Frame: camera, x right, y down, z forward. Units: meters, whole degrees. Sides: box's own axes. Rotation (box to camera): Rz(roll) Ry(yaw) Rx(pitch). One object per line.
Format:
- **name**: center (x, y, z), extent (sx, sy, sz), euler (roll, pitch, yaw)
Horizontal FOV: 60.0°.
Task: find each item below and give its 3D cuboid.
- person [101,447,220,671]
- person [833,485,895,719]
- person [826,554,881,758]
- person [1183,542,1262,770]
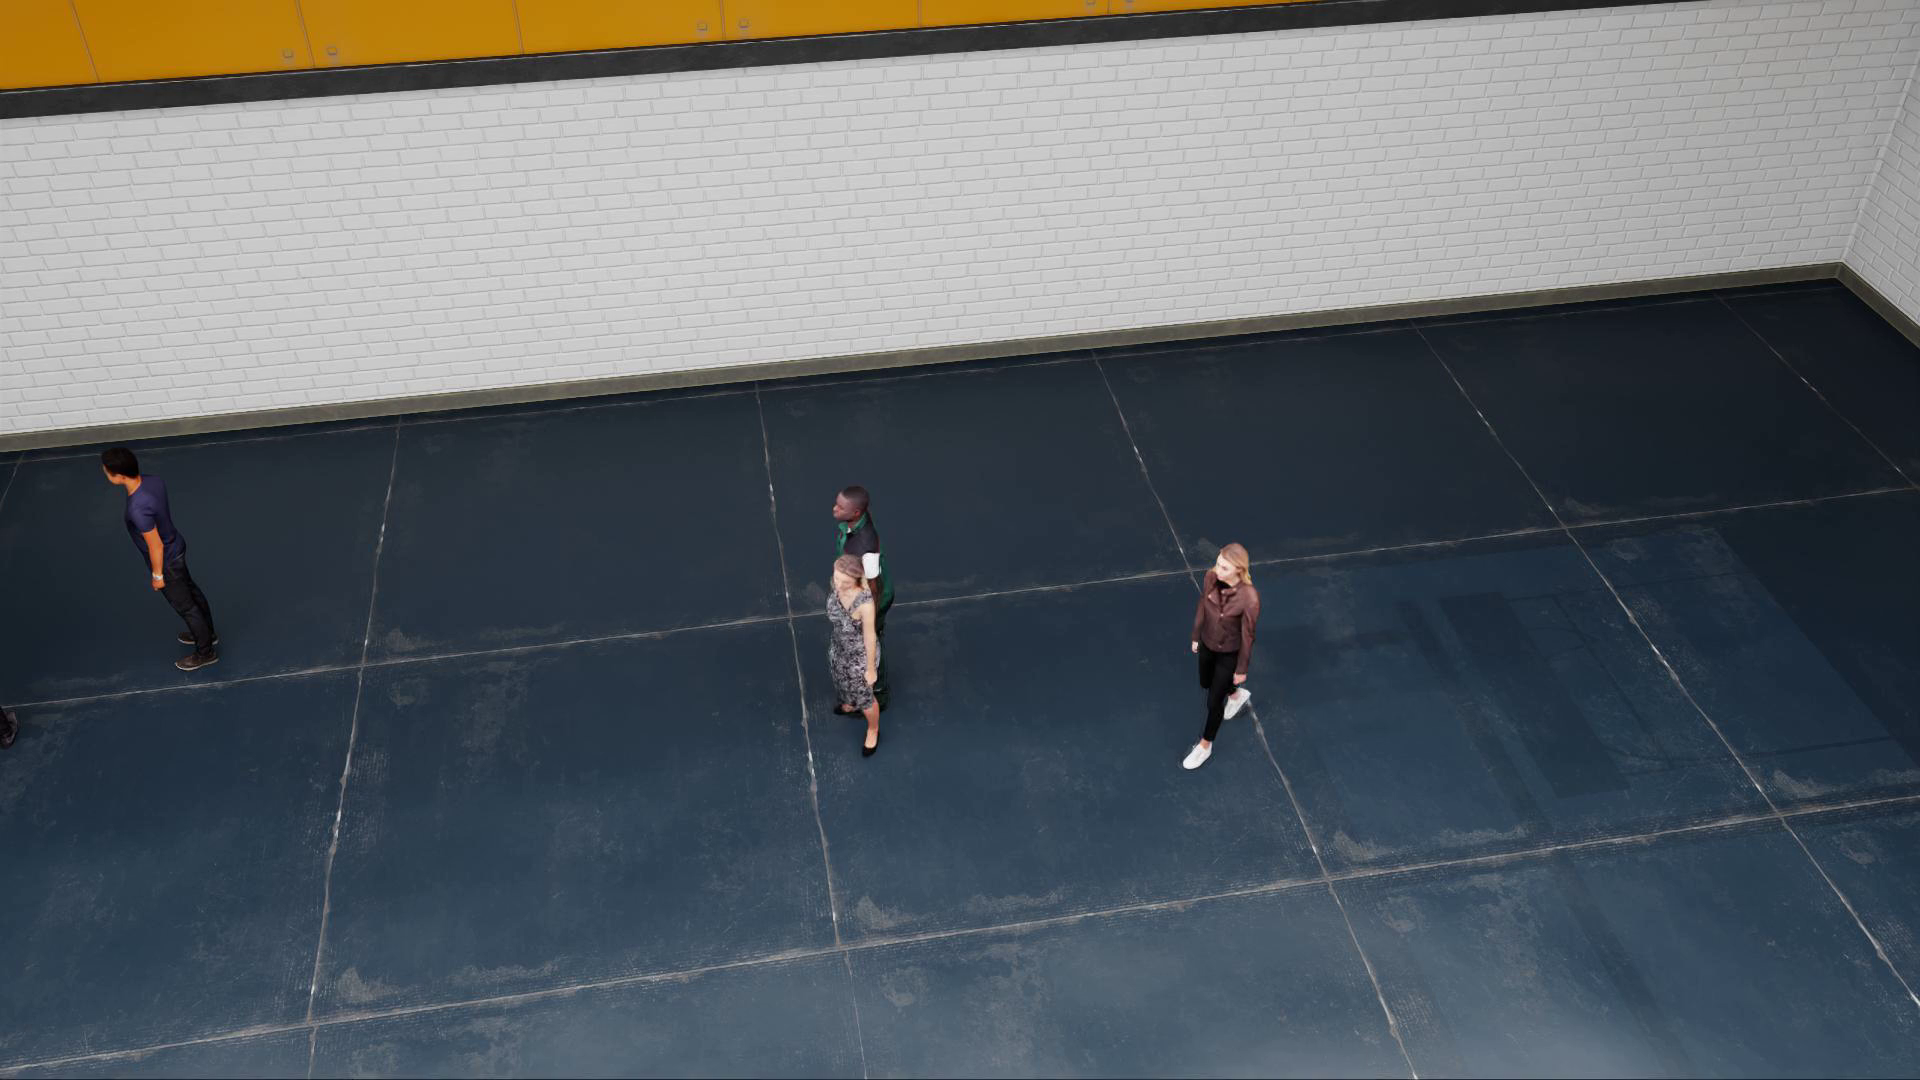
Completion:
- **person**: center (-5.339, 0.102, 11.180), extent (0.724, 1.783, 0.490), euler (-10, 40, -12)
- **person**: center (-0.610, 0.378, 10.792), extent (0.775, 1.836, 0.566), euler (-8, 39, -10)
- **person**: center (-0.629, 0.696, 10.529), extent (0.896, 1.667, 0.766), euler (-19, 42, -22)
- **person**: center (1.701, 0.671, 10.541), extent (0.939, 1.692, 0.979), euler (-26, 45, -29)
